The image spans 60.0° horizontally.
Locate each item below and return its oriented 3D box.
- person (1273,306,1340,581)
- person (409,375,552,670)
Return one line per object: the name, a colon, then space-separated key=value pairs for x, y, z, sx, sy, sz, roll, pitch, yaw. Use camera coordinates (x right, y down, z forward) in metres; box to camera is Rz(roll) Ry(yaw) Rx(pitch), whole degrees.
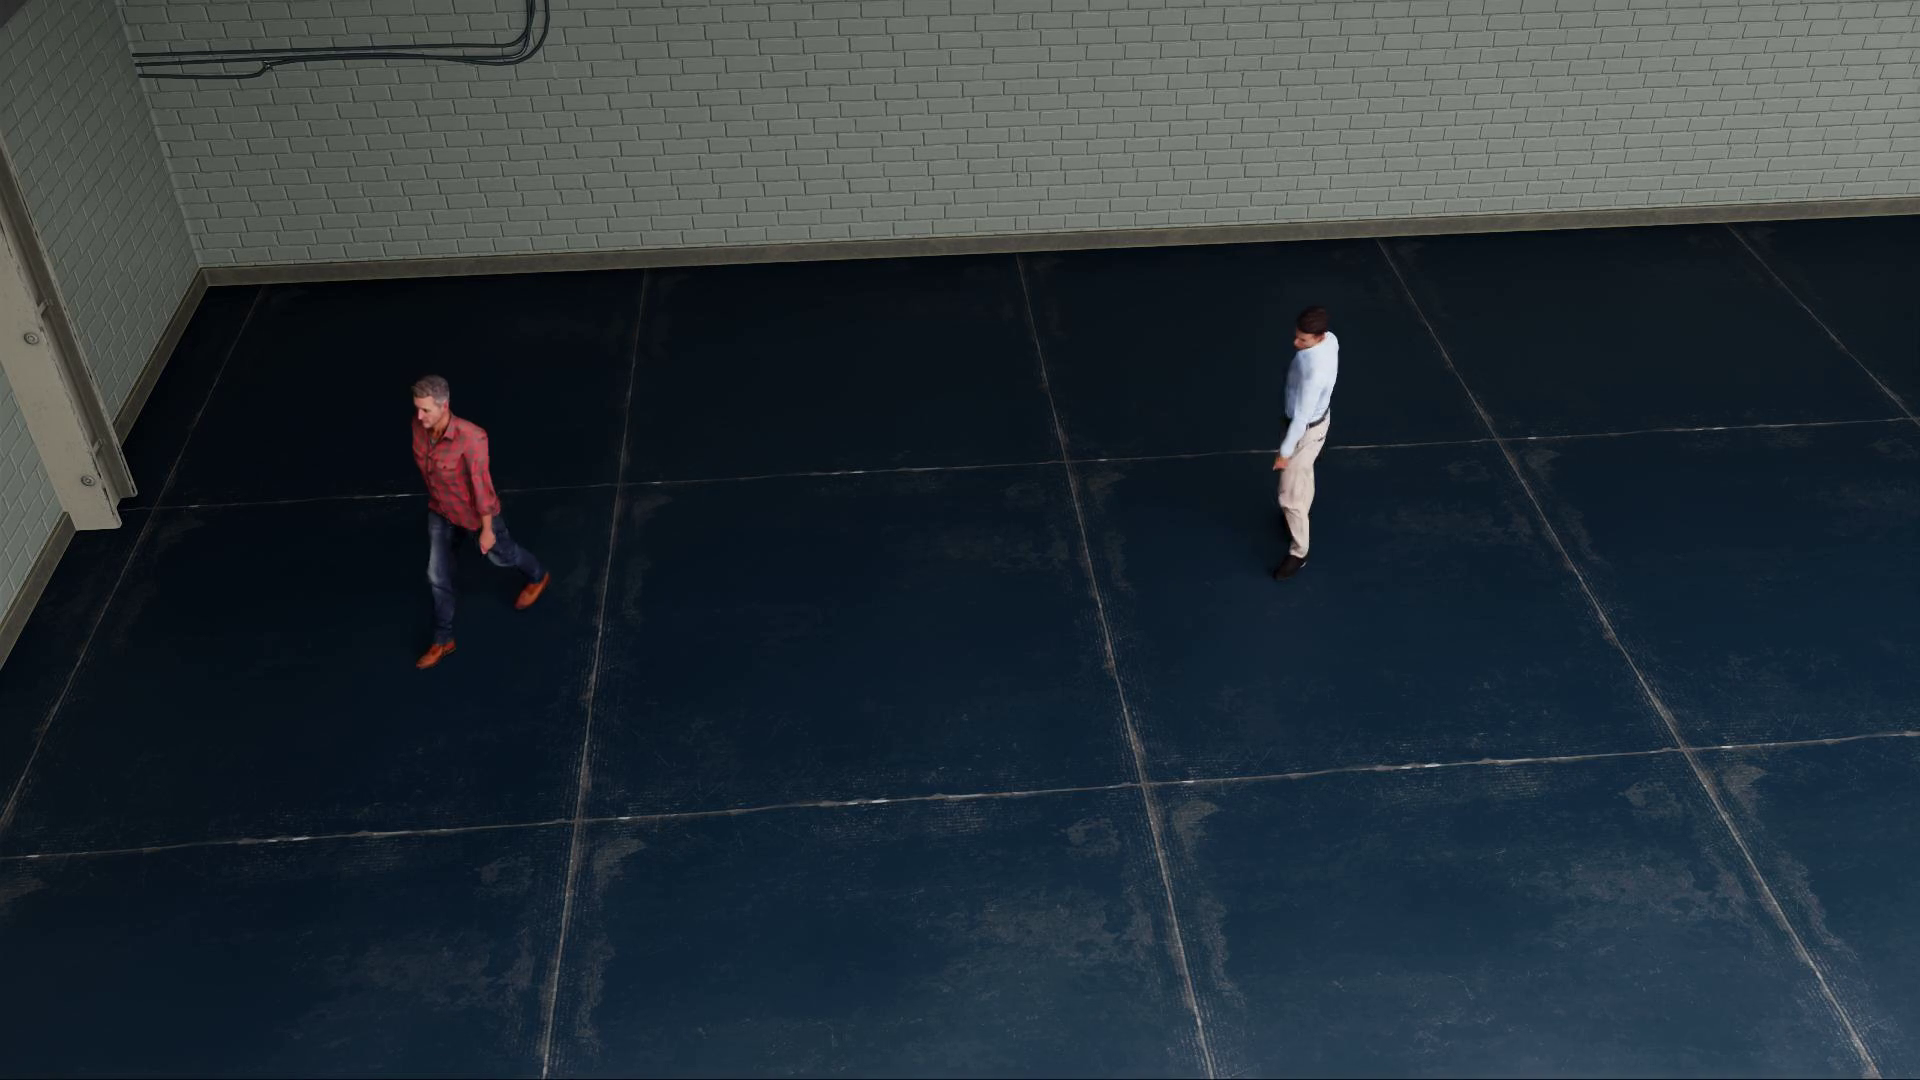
person: x=2.077 y=-0.680 z=9.969 sx=0.988 sy=1.827 sz=0.718 roll=23 pitch=44 yaw=27
person: x=-2.712 y=-0.196 z=9.390 sx=1.142 sy=1.776 sz=1.339 roll=19 pitch=42 yaw=23
